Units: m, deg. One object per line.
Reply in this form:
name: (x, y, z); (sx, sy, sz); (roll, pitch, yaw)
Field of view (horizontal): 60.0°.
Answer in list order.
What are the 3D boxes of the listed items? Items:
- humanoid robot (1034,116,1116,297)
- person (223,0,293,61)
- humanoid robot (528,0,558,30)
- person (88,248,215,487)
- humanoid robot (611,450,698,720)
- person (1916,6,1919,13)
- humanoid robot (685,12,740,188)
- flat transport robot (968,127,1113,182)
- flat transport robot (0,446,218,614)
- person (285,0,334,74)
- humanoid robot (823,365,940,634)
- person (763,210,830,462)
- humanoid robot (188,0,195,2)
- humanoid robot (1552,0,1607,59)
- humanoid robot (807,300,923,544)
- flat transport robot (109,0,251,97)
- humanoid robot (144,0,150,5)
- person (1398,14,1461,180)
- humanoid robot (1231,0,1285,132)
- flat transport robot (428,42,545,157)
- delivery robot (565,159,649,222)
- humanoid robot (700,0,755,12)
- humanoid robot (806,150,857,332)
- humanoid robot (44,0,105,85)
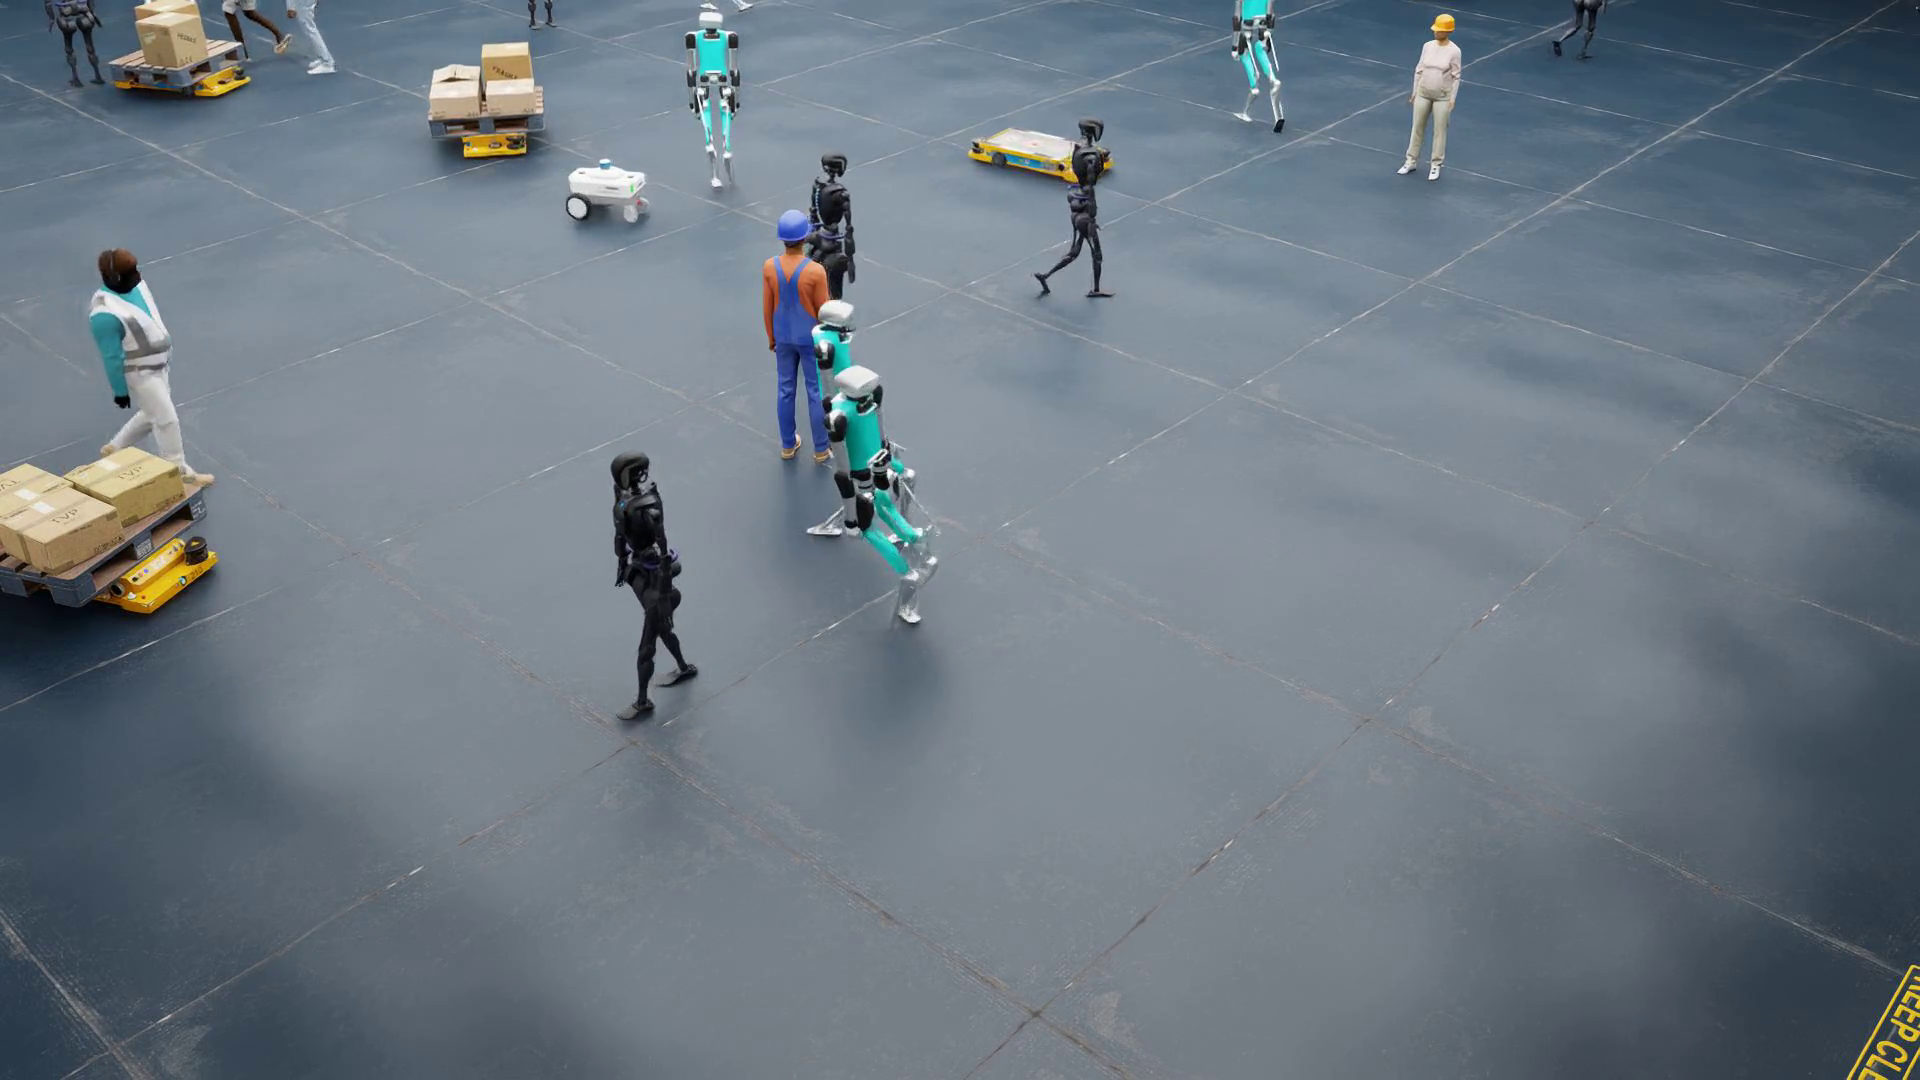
humanoid robot: (1.029, -2.897, 14.519); (0.686, 1.639, 0.616); (-2, 32, -4)
person: (-8.953, -6.977, 20.816); (0.800, 1.933, 0.628); (0, 32, 0)
humanoid robot: (-5.656, -7.680, 22.183); (0.609, 1.652, 0.309); (-21, 37, -30)
person: (-5.792, -1.184, 11.597); (0.714, 1.815, 0.633); (-3, 32, -5)
humanoid robot: (-1.821, 0.220, 9.478); (0.639, 1.636, 0.609); (-23, 39, -32)
person: (13.656, -7.898, 22.377); (1.030, 1.842, 0.687); (13, 34, 20)
humanoid robot: (-2.454, -4.319, 16.740); (0.550, 1.821, 0.727); (-4, 32, -7)
flat transport robot: (0.859, -4.130, 17.804); (1.431, 0.231, 0.659); (20, 37, 29)
flat transport robot: (-5.713, 0.130, 10.945); (1.431, 0.231, 0.659); (10, 33, 15)
person: (-8.014, -6.600, 20.253); (0.431, 1.877, 0.644); (-4, 32, -7)
humanoid robot: (-0.402, -0.172, 10.058); (0.748, 1.795, 0.541); (15, 35, 23)
person: (-1.145, -1.451, 11.935); (0.515, 1.912, 0.363); (8, 33, 12)
humanoid robot: (-10.792, -8.085, 22.858); (0.550, 1.868, 0.705); (-13, 34, -20)
humanoid robot: (7.861, -6.877, 20.899); (0.535, 1.634, 0.601); (-14, 34, -21)
humanoid robot: (-0.562, -0.727, 10.984); (0.996, 1.780, 0.543); (3, 32, 5)
flat transport robot: (-9.442, -5.603, 20.177); (1.431, 0.231, 0.659); (9, 33, 14)
humanoid robot: (-10.521, -7.318, 21.556); (0.532, 1.738, 0.961); (-23, 38, -32)
person: (4.902, -4.578, 17.172); (0.469, 1.695, 0.327); (21, 37, 30)
humanoid robot: (3.423, -5.442, 18.559); (0.558, 1.795, 0.921); (-13, 34, -20)
flat transport robot: (-5.222, -4.576, 18.523); (0.659, 0.231, 1.431); (-6, 32, -10)
delivery robot: (-3.481, -3.467, 16.457); (0.765, 0.586, 0.499); (7, 33, 11)
humanoid robot: (-3.335, -8.036, 22.705); (1.028, 1.733, 0.560); (10, 33, 16)
humanoid robot: (-1.139, -2.396, 13.694); (0.621, 1.639, 0.614); (-23, 38, -32)
humanoid robot: (-10.677, -6.311, 19.984); (0.591, 1.650, 0.496); (-27, 41, -36)
